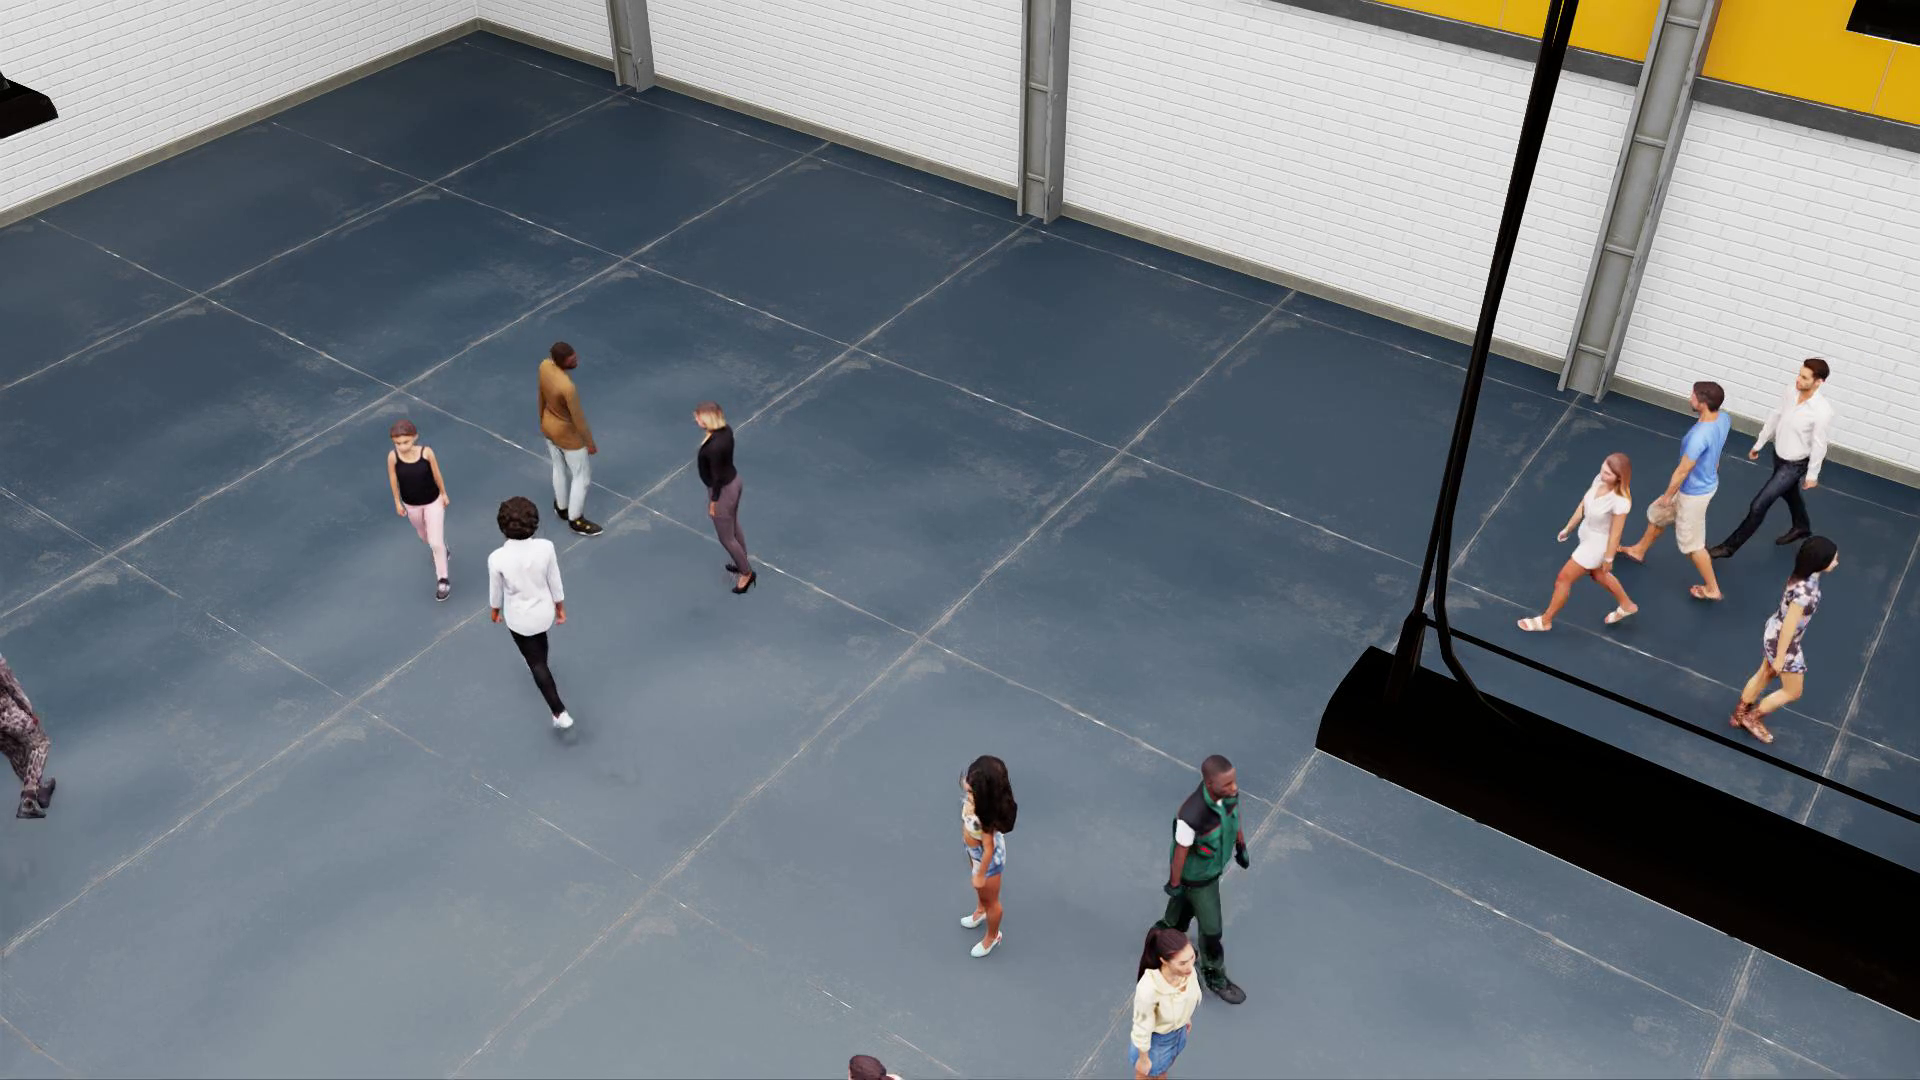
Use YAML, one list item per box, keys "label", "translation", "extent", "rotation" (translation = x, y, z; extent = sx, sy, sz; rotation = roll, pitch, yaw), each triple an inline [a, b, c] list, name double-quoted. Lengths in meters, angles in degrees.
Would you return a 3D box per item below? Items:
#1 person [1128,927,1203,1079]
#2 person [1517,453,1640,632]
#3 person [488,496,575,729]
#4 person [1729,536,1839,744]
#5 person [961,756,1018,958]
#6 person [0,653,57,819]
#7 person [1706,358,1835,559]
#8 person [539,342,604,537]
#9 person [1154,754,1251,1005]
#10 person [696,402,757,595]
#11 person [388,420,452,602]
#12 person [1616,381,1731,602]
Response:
- label: "person"
  translation: [1.088, 2.663, 9.019]
  extent: [0.579, 1.631, 0.658]
  rotation: [28, 47, 31]
- label: "person"
  translation: [4.778, 0.035, 12.288]
  extent: [1.185, 1.658, 1.018]
  rotation: [1, 39, 1]
- label: "person"
  translation: [-2.955, 0.543, 11.560]
  extent: [0.928, 1.774, 1.240]
  rotation: [-23, 44, -26]
- label: "person"
  translation: [5.589, 0.668, 11.442]
  extent: [0.627, 1.726, 0.654]
  rotation: [17, 42, 20]
- label: "person"
  translation: [0.143, 1.888, 9.993]
  extent: [0.723, 1.626, 0.661]
  rotation: [-7, 39, -9]
- label: "person"
  translation: [-6.247, 1.205, 10.787]
  extent: [0.856, 1.704, 0.901]
  rotation: [-4, 39, -5]
- label: "person"
  translation: [6.545, -0.613, 12.971]
  extent: [1.257, 1.820, 1.204]
  rotation: [-7, 39, -9]
- label: "person"
  translation: [-3.220, -0.871, 13.318]
  extent: [0.536, 1.789, 0.896]
  rotation: [21, 43, 24]
- label: "person"
  translation: [1.349, 1.882, 9.850]
  extent: [0.914, 1.816, 0.667]
  rotation: [23, 44, 26]
- label: "person"
  translation: [-1.781, -0.337, 12.753]
  extent: [0.776, 1.660, 0.751]
  rotation: [3, 39, 4]
- label: "person"
  translation: [-4.139, -0.329, 12.845]
  extent: [0.946, 1.533, 1.008]
  rotation: [-7, 39, -9]
- label: "person"
  translation: [5.648, -0.332, 12.615]
  extent: [1.234, 1.824, 0.764]
  rotation: [31, 48, 33]
